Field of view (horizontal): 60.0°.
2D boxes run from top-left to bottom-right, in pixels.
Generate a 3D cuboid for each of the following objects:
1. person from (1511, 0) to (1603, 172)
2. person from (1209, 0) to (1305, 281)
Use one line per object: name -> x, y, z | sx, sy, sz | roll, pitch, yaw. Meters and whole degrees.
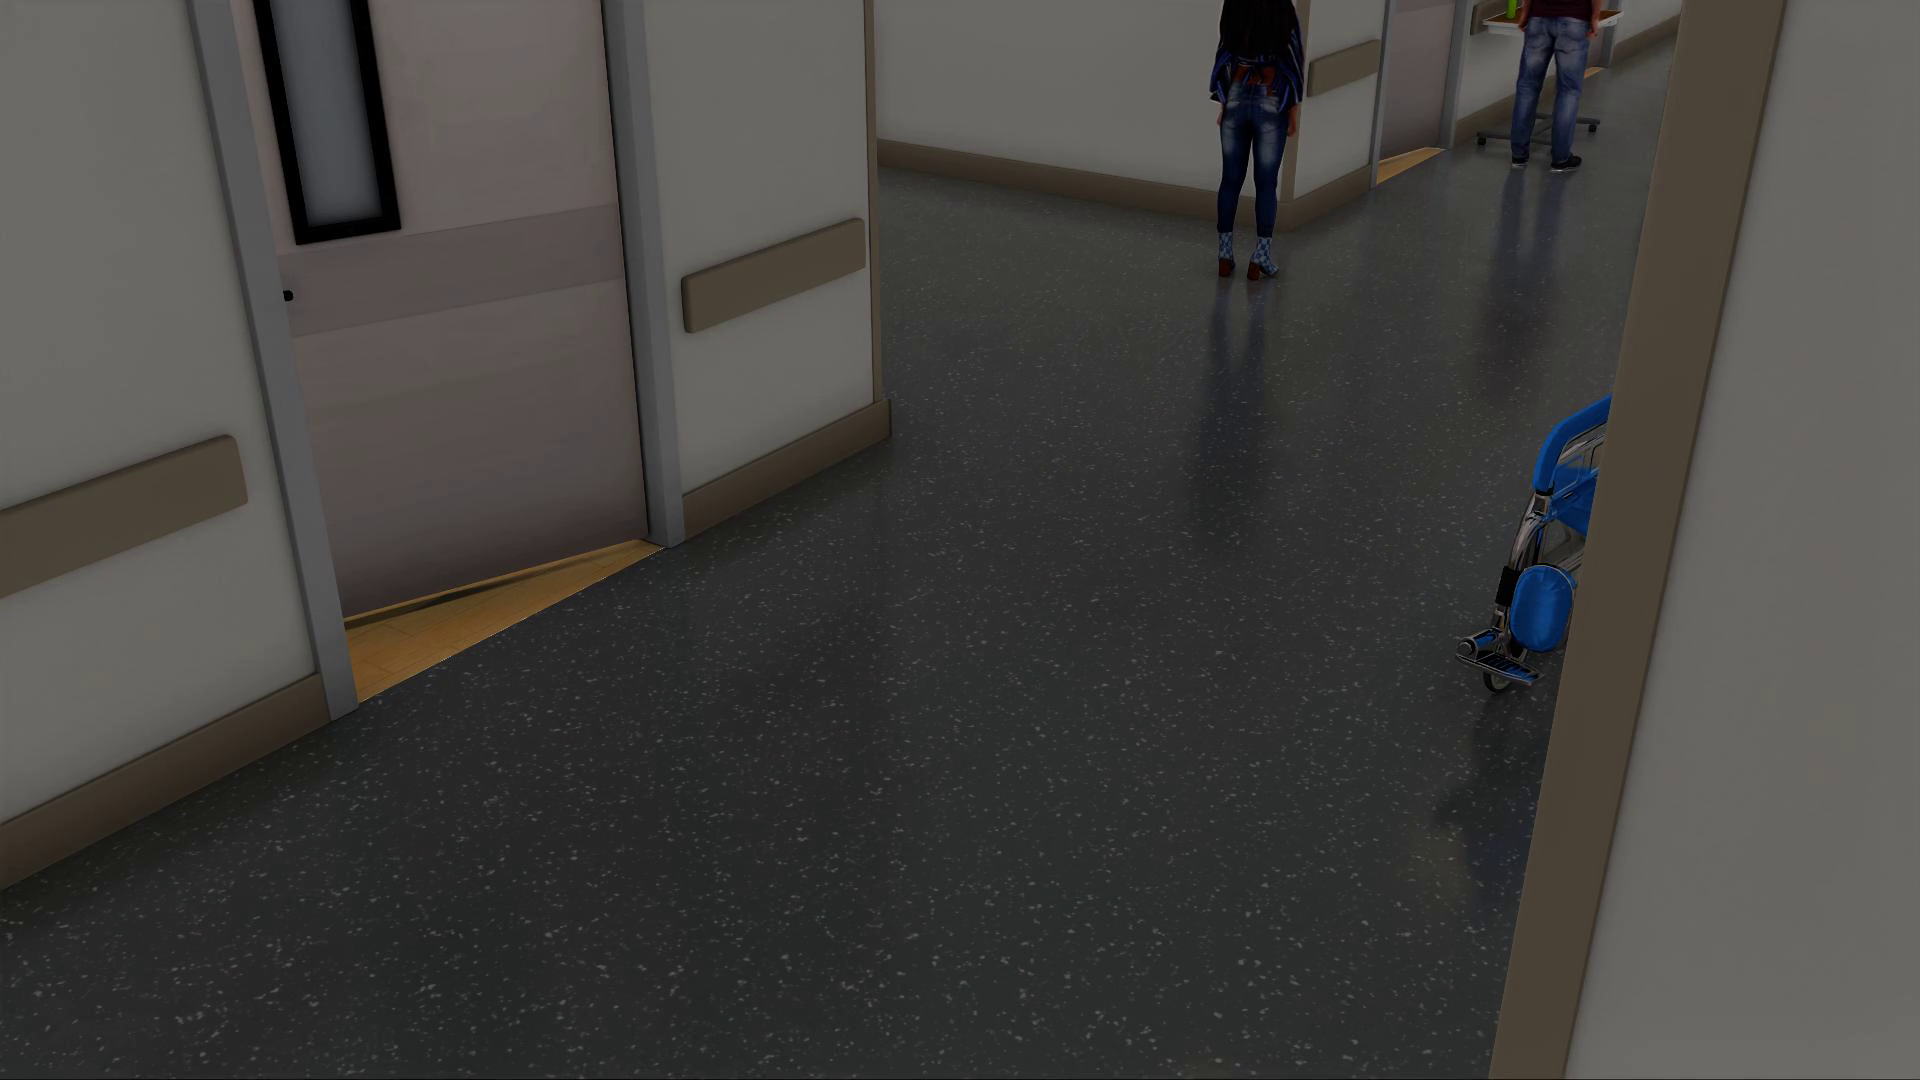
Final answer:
person -> 3.711, -3.249, 10.288 | 0.642, 1.854, 0.536 | 18, 31, 32
person -> 1.449, -2.101, 8.179 | 0.627, 1.618, 0.564 | 14, 29, 27
